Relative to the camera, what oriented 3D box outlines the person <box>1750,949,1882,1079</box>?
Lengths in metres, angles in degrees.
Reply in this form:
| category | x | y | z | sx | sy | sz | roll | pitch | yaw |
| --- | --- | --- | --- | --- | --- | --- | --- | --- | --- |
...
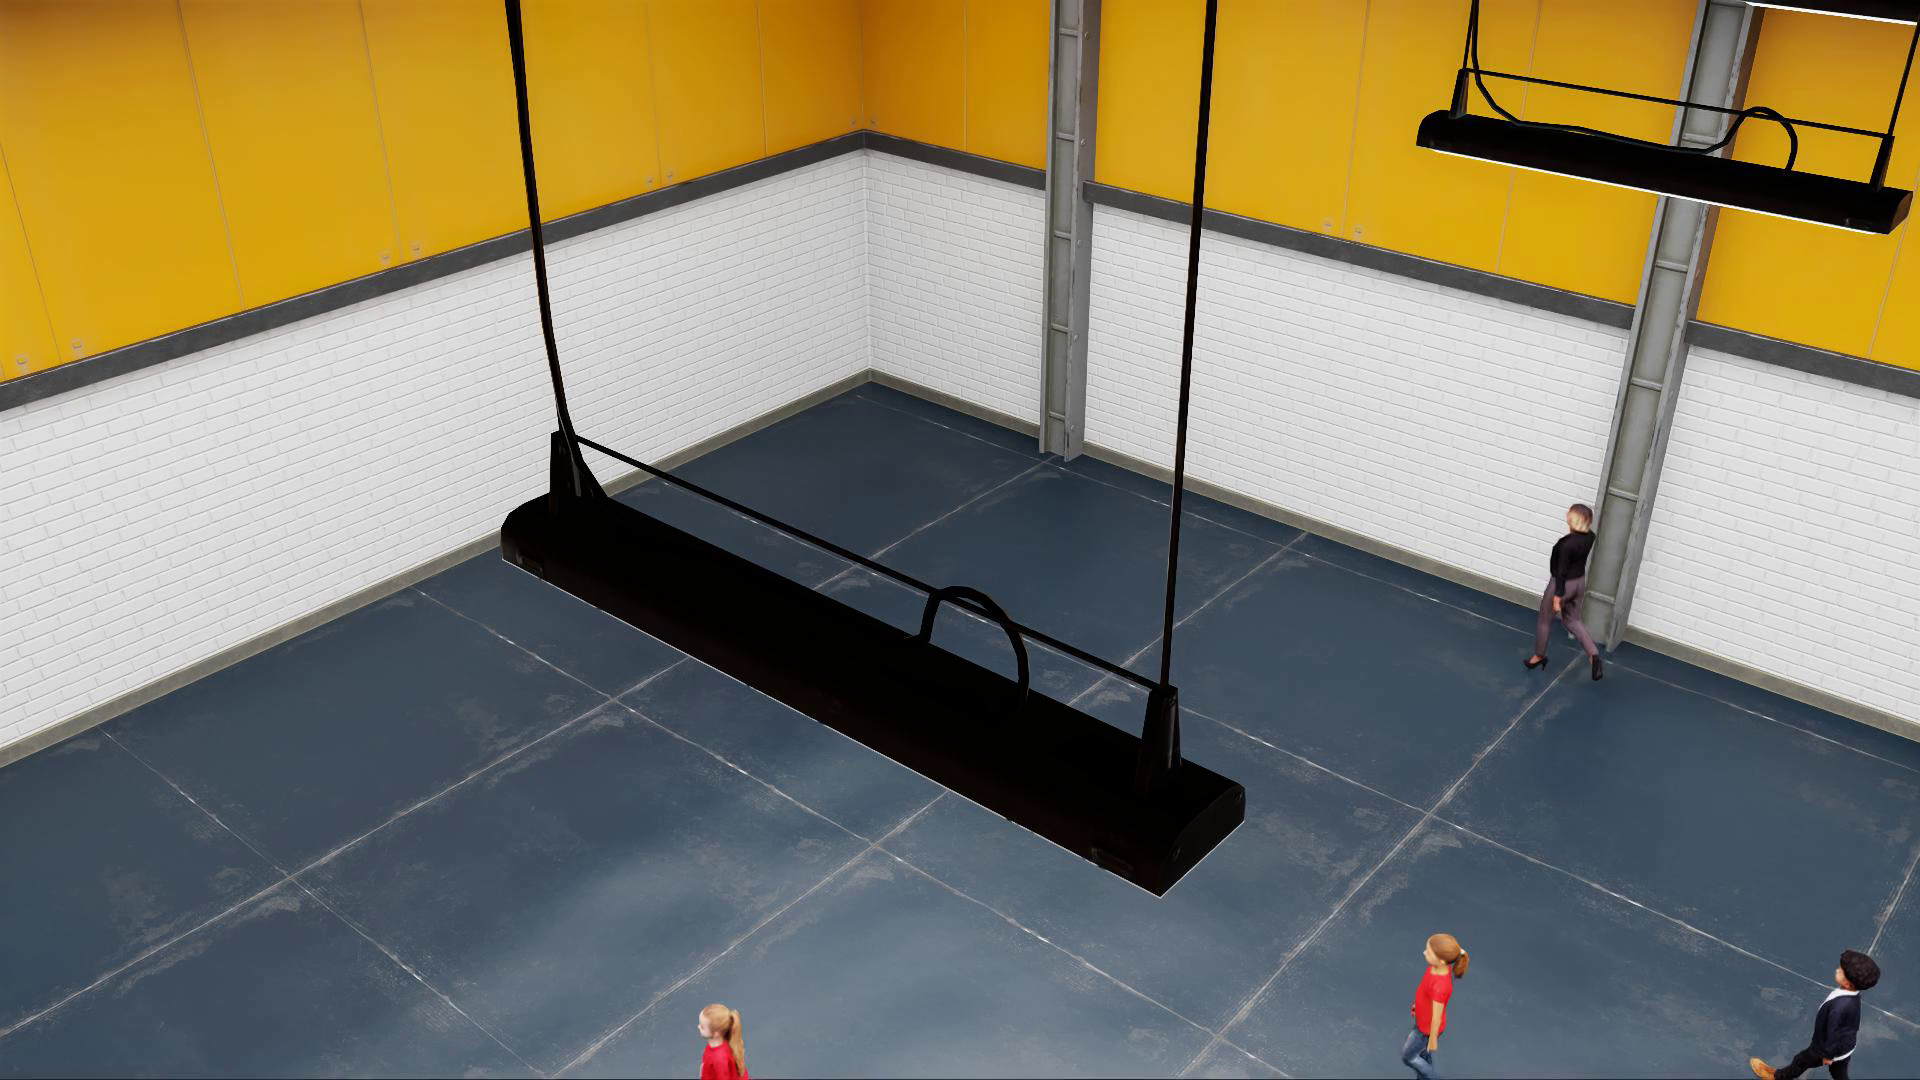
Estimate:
| category | x | y | z | sx | sy | sz | roll | pitch | yaw |
| --- | --- | --- | --- | --- | --- | --- | --- | --- | --- |
| person | 5.236 | 2.975 | 9.845 | 0.594 | 1.196 | 0.846 | -22 | 36 | -35 |

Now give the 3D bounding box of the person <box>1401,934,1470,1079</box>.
| category | x | y | z | sx | sy | sz | roll | pitch | yaw |
| --- | --- | --- | --- | --- | --- | --- | --- | --- | --- |
| person | 2.859 | 2.879 | 9.913 | 0.662 | 1.299 | 0.583 | 8 | 30 | 15 |

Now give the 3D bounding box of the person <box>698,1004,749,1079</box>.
| category | x | y | z | sx | sy | sz | roll | pitch | yaw |
| --- | --- | --- | --- | --- | --- | --- | --- | --- | --- |
| person | -1.271 | 3.145 | 9.468 | 0.879 | 1.258 | 0.835 | -4 | 29 | -7 |

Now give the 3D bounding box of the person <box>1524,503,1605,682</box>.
| category | x | y | z | sx | sy | sz | roll | pitch | yaw |
| --- | --- | --- | --- | --- | --- | --- | --- | --- | --- |
| person | 5.167 | 0.476 | 13.952 | 0.748 | 1.650 | 0.997 | -19 | 34 | -31 |
